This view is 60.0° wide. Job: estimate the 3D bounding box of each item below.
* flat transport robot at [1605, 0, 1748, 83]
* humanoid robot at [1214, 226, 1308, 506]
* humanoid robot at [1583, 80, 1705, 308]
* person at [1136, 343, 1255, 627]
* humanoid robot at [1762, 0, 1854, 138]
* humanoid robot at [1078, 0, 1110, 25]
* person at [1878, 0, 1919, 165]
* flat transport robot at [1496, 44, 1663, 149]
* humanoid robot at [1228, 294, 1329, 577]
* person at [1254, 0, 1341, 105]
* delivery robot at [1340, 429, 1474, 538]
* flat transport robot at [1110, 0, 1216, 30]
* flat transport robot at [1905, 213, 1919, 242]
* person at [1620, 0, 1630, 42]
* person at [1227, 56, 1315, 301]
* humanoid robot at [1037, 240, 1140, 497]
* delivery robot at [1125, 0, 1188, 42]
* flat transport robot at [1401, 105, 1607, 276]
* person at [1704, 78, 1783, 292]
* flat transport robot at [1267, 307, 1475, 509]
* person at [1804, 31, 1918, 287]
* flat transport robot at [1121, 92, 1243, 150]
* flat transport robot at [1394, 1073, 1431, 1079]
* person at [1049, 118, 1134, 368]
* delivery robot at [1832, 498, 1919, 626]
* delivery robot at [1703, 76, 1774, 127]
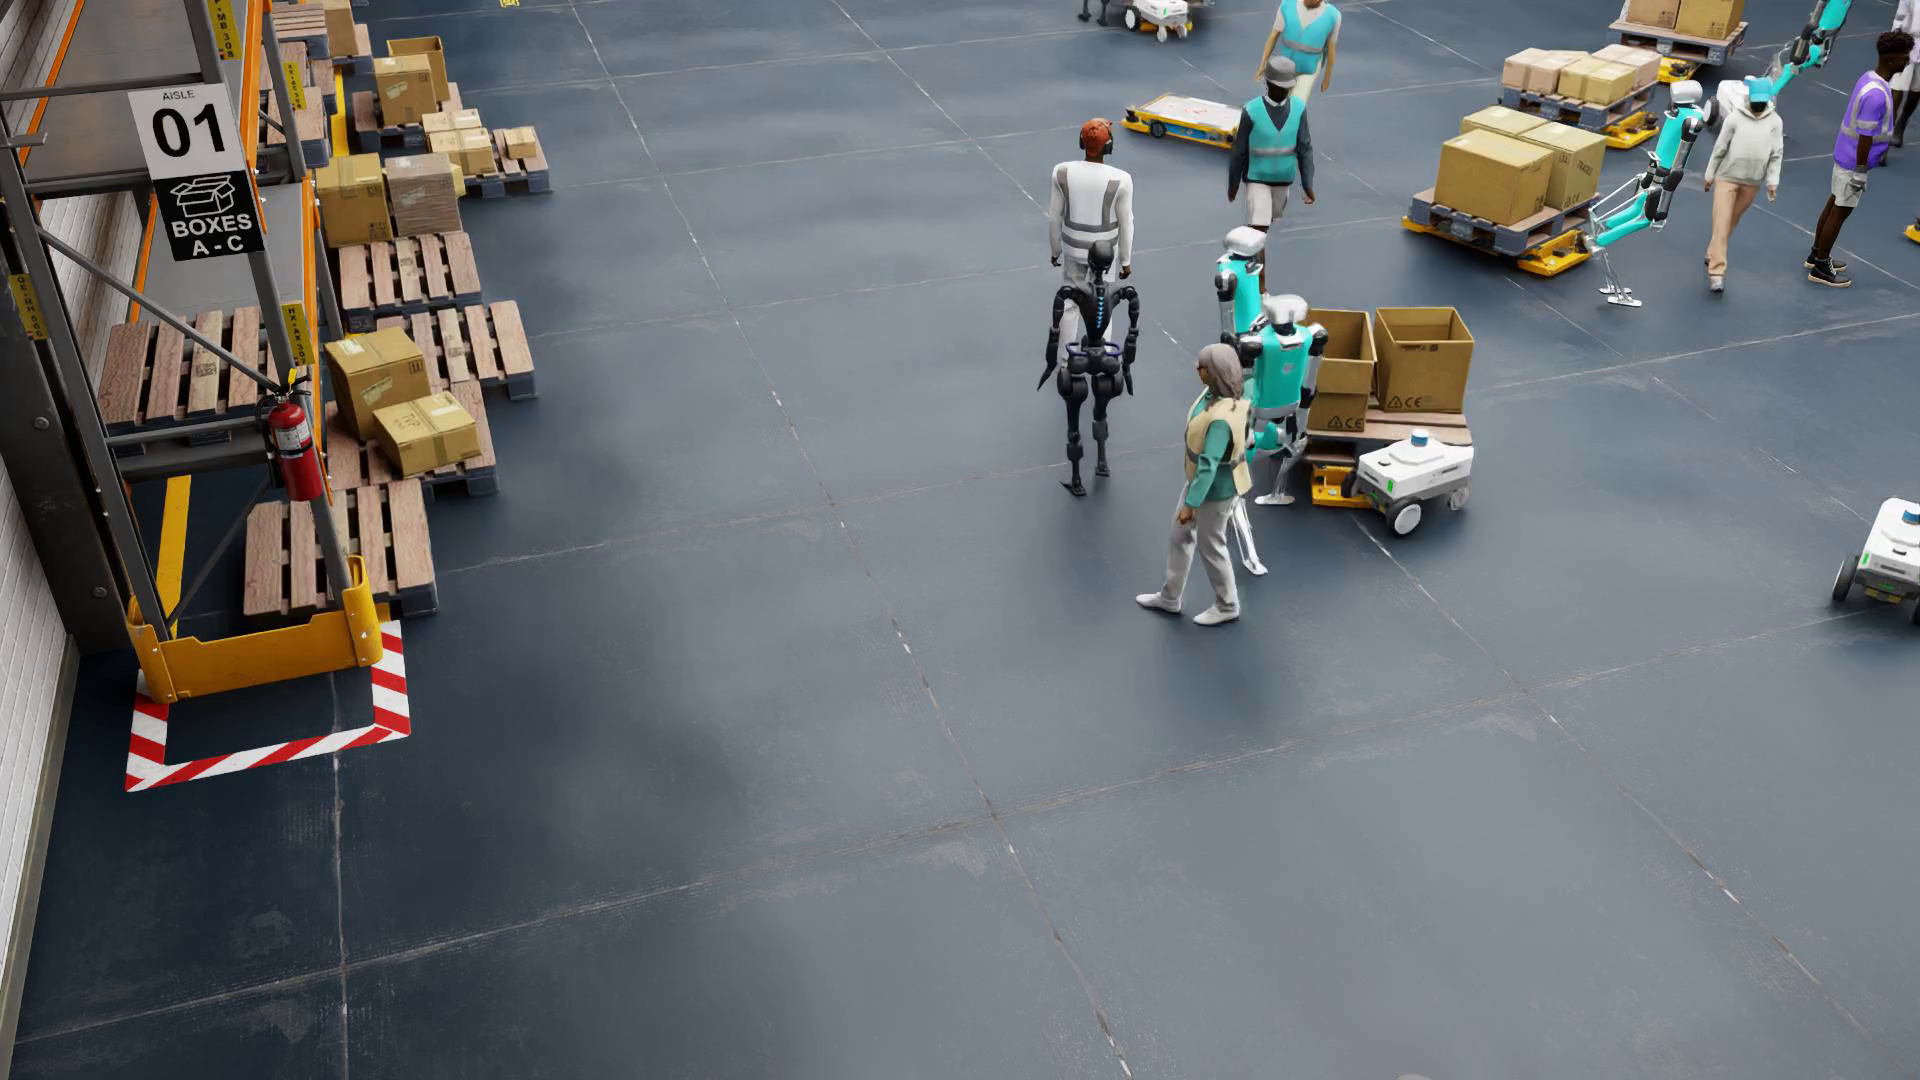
[{"bbox_3d":[7.623,-5.193,17.823,0.659,0.231,1.431,20,38,28],"label":"flat transport robot"},{"bbox_3d":[1.912,-0.991,10.046,0.850,1.766,0.530,16,36,22],"label":"humanoid robot"},{"bbox_3d":[4.974,-2.565,12.326,0.735,1.677,0.533,3,33,5],"label":"humanoid robot"},{"bbox_3d":[1.314,-0.270,8.975,0.571,1.687,0.515,-1,33,-1],"label":"person"},{"bbox_3d":[7.824,-4.548,15.576,0.540,1.862,0.769,-20,38,-27],"label":"humanoid robot"},{"bbox_3d":[1.611,-6.744,18.920,0.584,1.642,0.506,-5,33,-8],"label":"humanoid robot"},{"bbox_3d":[8.754,-4.442,15.185,0.553,1.903,0.925,16,36,22],"label":"person"},{"bbox_3d":[5.987,-4.127,16.187,1.431,0.231,0.659,28,42,36],"label":"flat transport robot"},{"bbox_3d":[1.667,-0.695,9.594,0.537,1.758,0.972,-10,34,-15],"label":"humanoid robot"},{"bbox_3d":[3.065,-4.239,14.972,0.644,1.780,0.949,19,38,27],"label":"person"},{"bbox_3d":[2.764,-0.386,10.207,0.815,0.614,0.499,-17,37,-24],"label":"delivery robot"},{"bbox_3d":[2.340,-6.243,19.433,0.659,0.231,1.431,2,33,2],"label":"flat transport robot"},{"bbox_3d":[8.456,-2.316,13.410,0.659,0.231,1.431,-11,35,-16],"label":"flat transport robot"},{"bbox_3d":[7.241,-6.021,17.627,0.344,1.874,0.459,12,35,18],"label":"person"},{"bbox_3d":[2.349,-2.680,12.493,0.557,1.880,1.030,-9,34,-13],"label":"person"},{"bbox_3d":[0.778,-1.050,10.178,0.608,1.650,0.322,-3,33,-4],"label":"humanoid robot"},{"bbox_3d":[2.250,-5.971,18.747,0.499,0.587,0.789,-15,36,-21],"label":"delivery robot"},{"bbox_3d":[4.452,-2.555,13.777,0.659,0.231,1.431,-26,41,-34],"label":"flat transport robot"},{"bbox_3d":[6.012,-2.725,12.784,0.470,1.632,0.839,3,33,5],"label":"person"},{"bbox_3d":[2.592,-0.638,10.837,0.659,0.231,1.431,4,33,6],"label":"flat transport robot"},{"bbox_3d":[6.931,-2.944,12.823,0.366,1.965,0.606,12,35,17],"label":"person"},{"bbox_3d":[2.336,-4.009,16.007,1.431,0.231,0.659,21,39,29],"label":"flat transport robot"},{"bbox_3d":[1.751,2.577,5.906,0.659,0.231,1.431,12,35,17],"label":"flat transport robot"},{"bbox_3d":[0.896,-1.965,11.394,0.584,1.882,0.344,12,35,17],"label":"person"},{"bbox_3d":[5.342,0.089,9.469,0.499,0.604,0.808,20,38,28],"label":"delivery robot"},{"bbox_3d":[7.509,-4.149,15.976,0.499,0.612,0.796,3,33,5],"label":"delivery robot"}]
